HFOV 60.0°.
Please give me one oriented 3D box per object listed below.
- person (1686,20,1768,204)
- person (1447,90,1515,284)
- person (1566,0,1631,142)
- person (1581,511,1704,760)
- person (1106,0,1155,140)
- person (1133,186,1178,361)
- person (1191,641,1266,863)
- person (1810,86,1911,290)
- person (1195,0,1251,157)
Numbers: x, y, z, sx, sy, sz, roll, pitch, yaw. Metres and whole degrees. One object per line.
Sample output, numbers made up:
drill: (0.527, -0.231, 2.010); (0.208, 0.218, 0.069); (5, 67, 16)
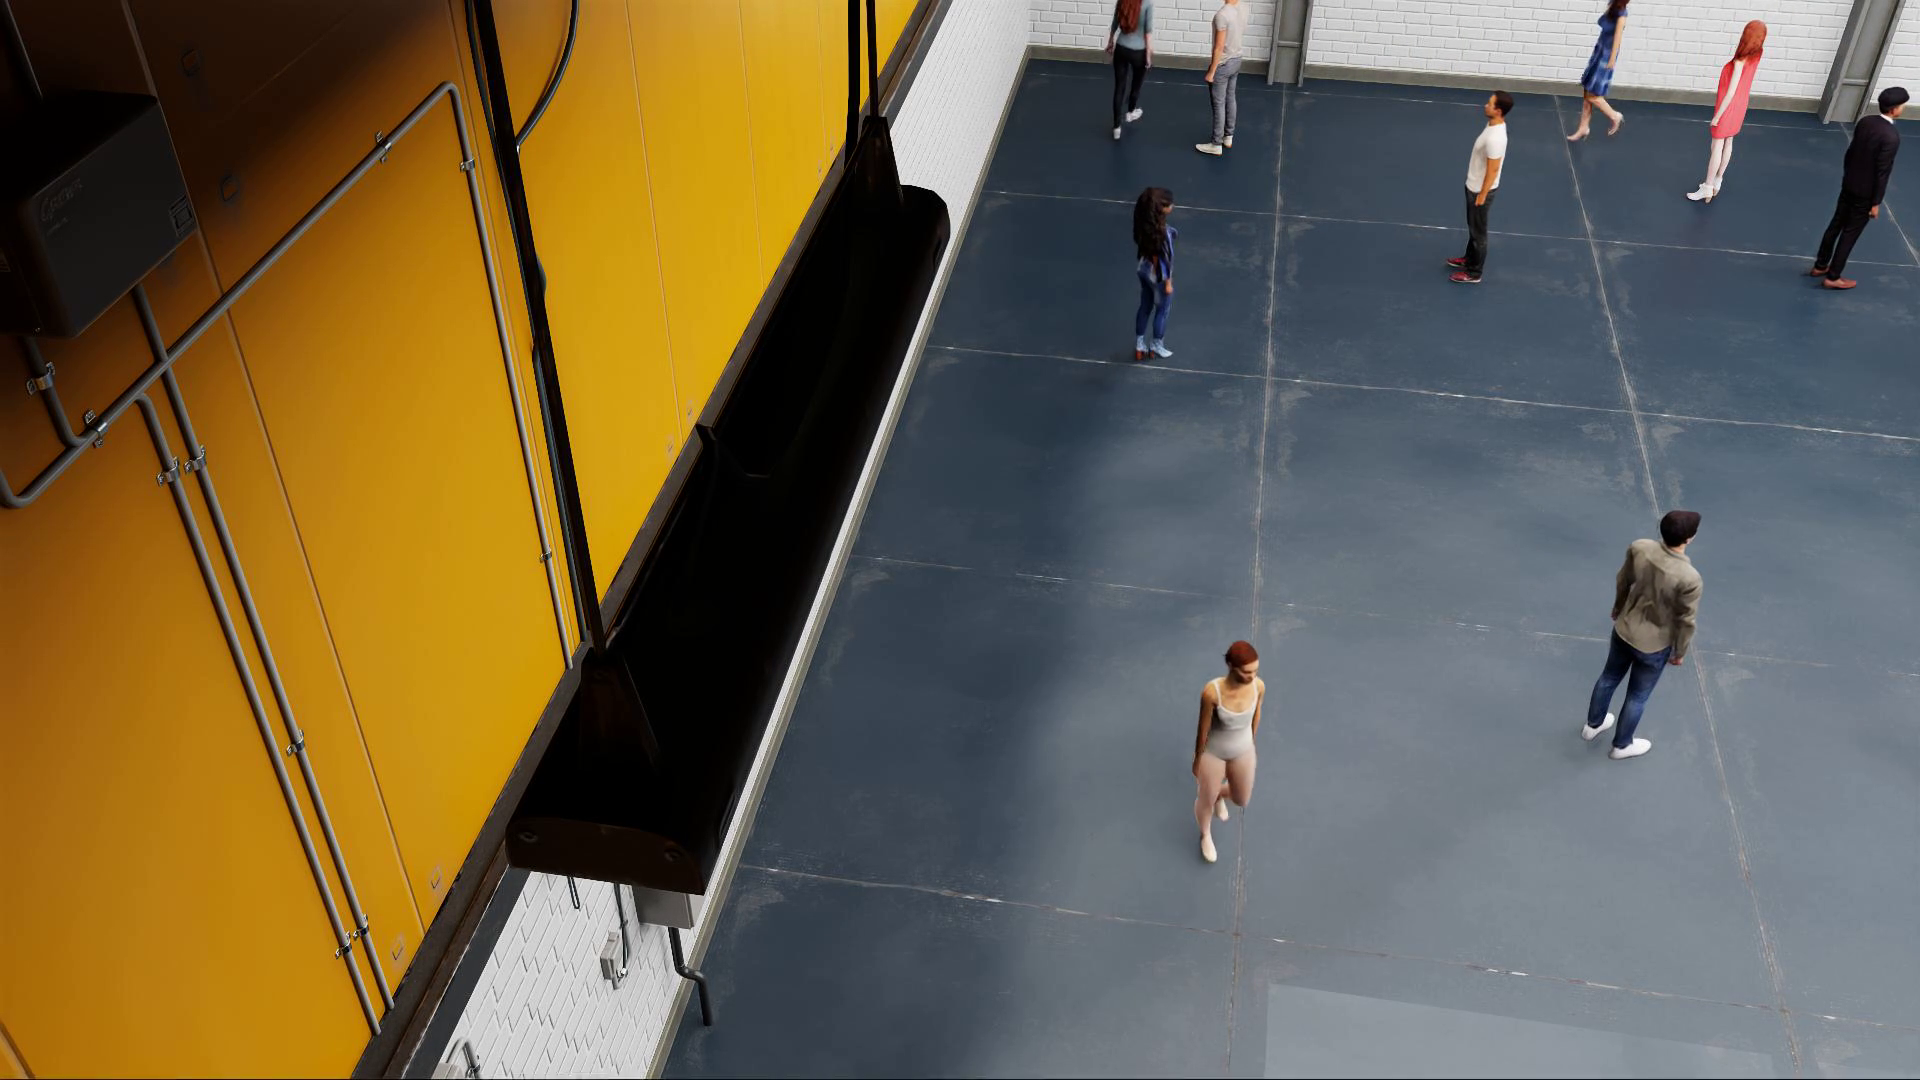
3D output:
person: (7.507, -4.180, 16.208); (0.663, 1.826, 0.686); (-32, 48, -33)
person: (4.722, -3.187, 14.982); (0.539, 1.804, 0.637); (8, 39, 10)
person: (6.714, -4.917, 17.162); (0.843, 1.787, 0.712); (1, 39, 1)
person: (4.193, 0.577, 10.220); (0.825, 1.864, 0.778); (-22, 43, -25)
person: (1.765, -5.024, 17.358); (0.956, 1.710, 0.953); (15, 41, 18)
person: (1.606, -2.205, 13.899); (0.806, 1.620, 0.758); (-21, 43, -24)
person: (1.510, 1.165, 9.670); (0.687, 1.632, 0.736); (-6, 39, -8)
person: (8.059, -3.158, 14.881); (0.679, 1.884, 0.760); (-5, 39, -6)
person: (2.722, -4.886, 17.042); (0.742, 1.889, 0.746); (28, 46, 30)
